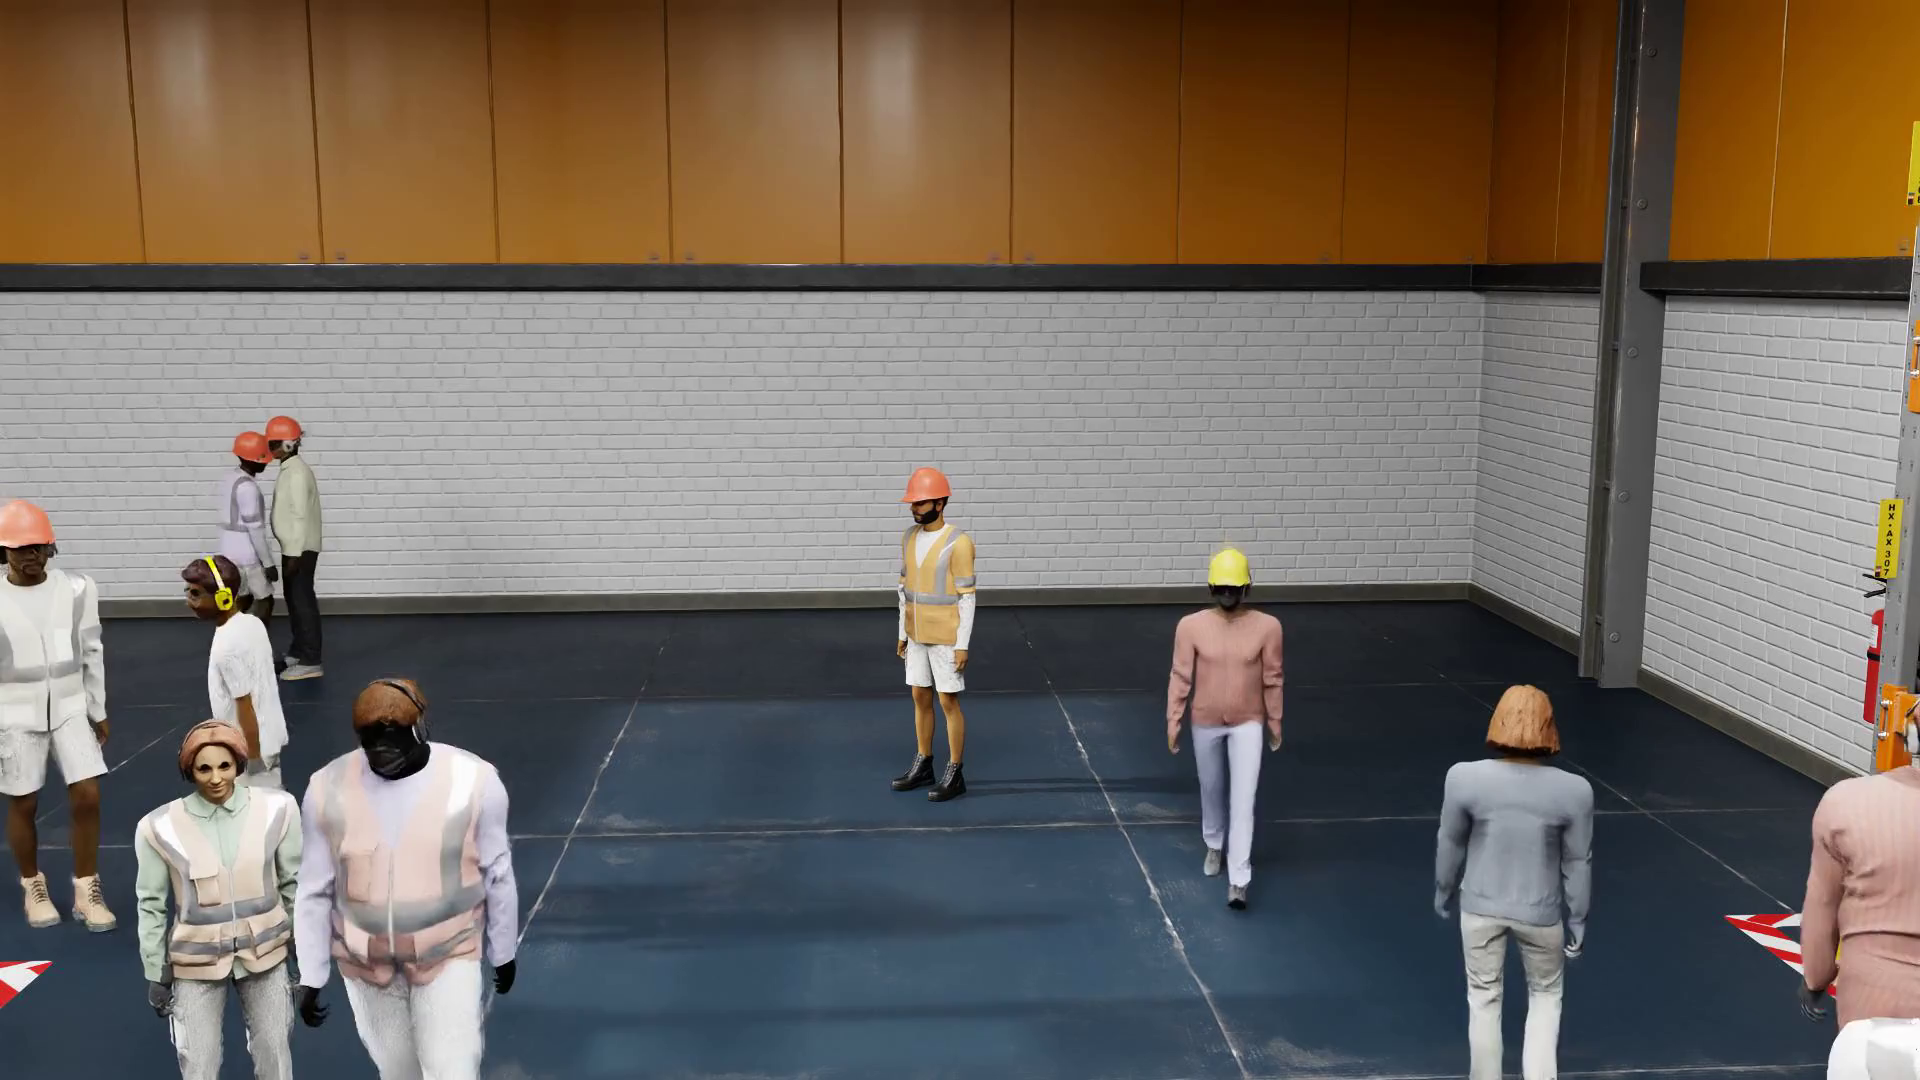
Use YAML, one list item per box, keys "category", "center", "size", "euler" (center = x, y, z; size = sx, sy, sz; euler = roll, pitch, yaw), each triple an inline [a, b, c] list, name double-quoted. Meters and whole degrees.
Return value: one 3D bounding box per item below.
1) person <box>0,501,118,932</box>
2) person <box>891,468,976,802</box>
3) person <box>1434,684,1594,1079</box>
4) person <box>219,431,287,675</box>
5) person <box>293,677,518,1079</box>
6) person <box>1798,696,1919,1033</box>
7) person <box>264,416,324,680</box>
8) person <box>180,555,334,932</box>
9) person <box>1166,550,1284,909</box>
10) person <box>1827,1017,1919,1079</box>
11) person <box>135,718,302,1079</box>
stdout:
- category: "person"
  center: [-4.187, 0.827, 7.596]
  size: [0.760, 2.013, 0.634]
  euler: [9, 13, 44]
- category: "person"
  center: [-0.171, 0.543, 9.631]
  size: [0.553, 1.935, 0.362]
  euler: [9, 12, 43]
- category: "person"
  center: [1.933, 1.300, 5.850]
  size: [0.523, 1.626, 0.343]
  euler: [3, 10, 18]
- category: "person"
  center: [-5.376, 0.115, 12.453]
  size: [0.546, 1.893, 0.616]
  euler: [-7, 11, -37]
- category: "person"
  center: [-1.711, 1.332, 5.088]
  size: [0.643, 1.806, 0.824]
  euler: [-1, 9, -4]
- category: "person"
  center: [2.787, 1.329, 4.835]
  size: [0.648, 1.891, 0.442]
  euler: [5, 10, 30]
- category: "person"
  center: [-5.011, 0.055, 12.522]
  size: [0.398, 1.994, 0.617]
  euler: [-5, 11, -31]
- category: "person"
  center: [-3.107, 0.949, 7.452]
  size: [0.572, 1.828, 0.549]
  euler: [-1, 9, -4]
- category: "person"
  center: [1.286, 0.897, 8.100]
  size: [0.555, 1.714, 0.930]
  euler: [2, 9, 12]
- category: "person"
  center: [2.033, 1.551, 3.425]
  size: [0.553, 1.897, 0.878]
  euler: [3, 10, 19]
- category: "person"
  center: [-2.361, 1.372, 5.379]
  size: [0.518, 1.634, 0.311]
  euler: [-6, 11, -32]
